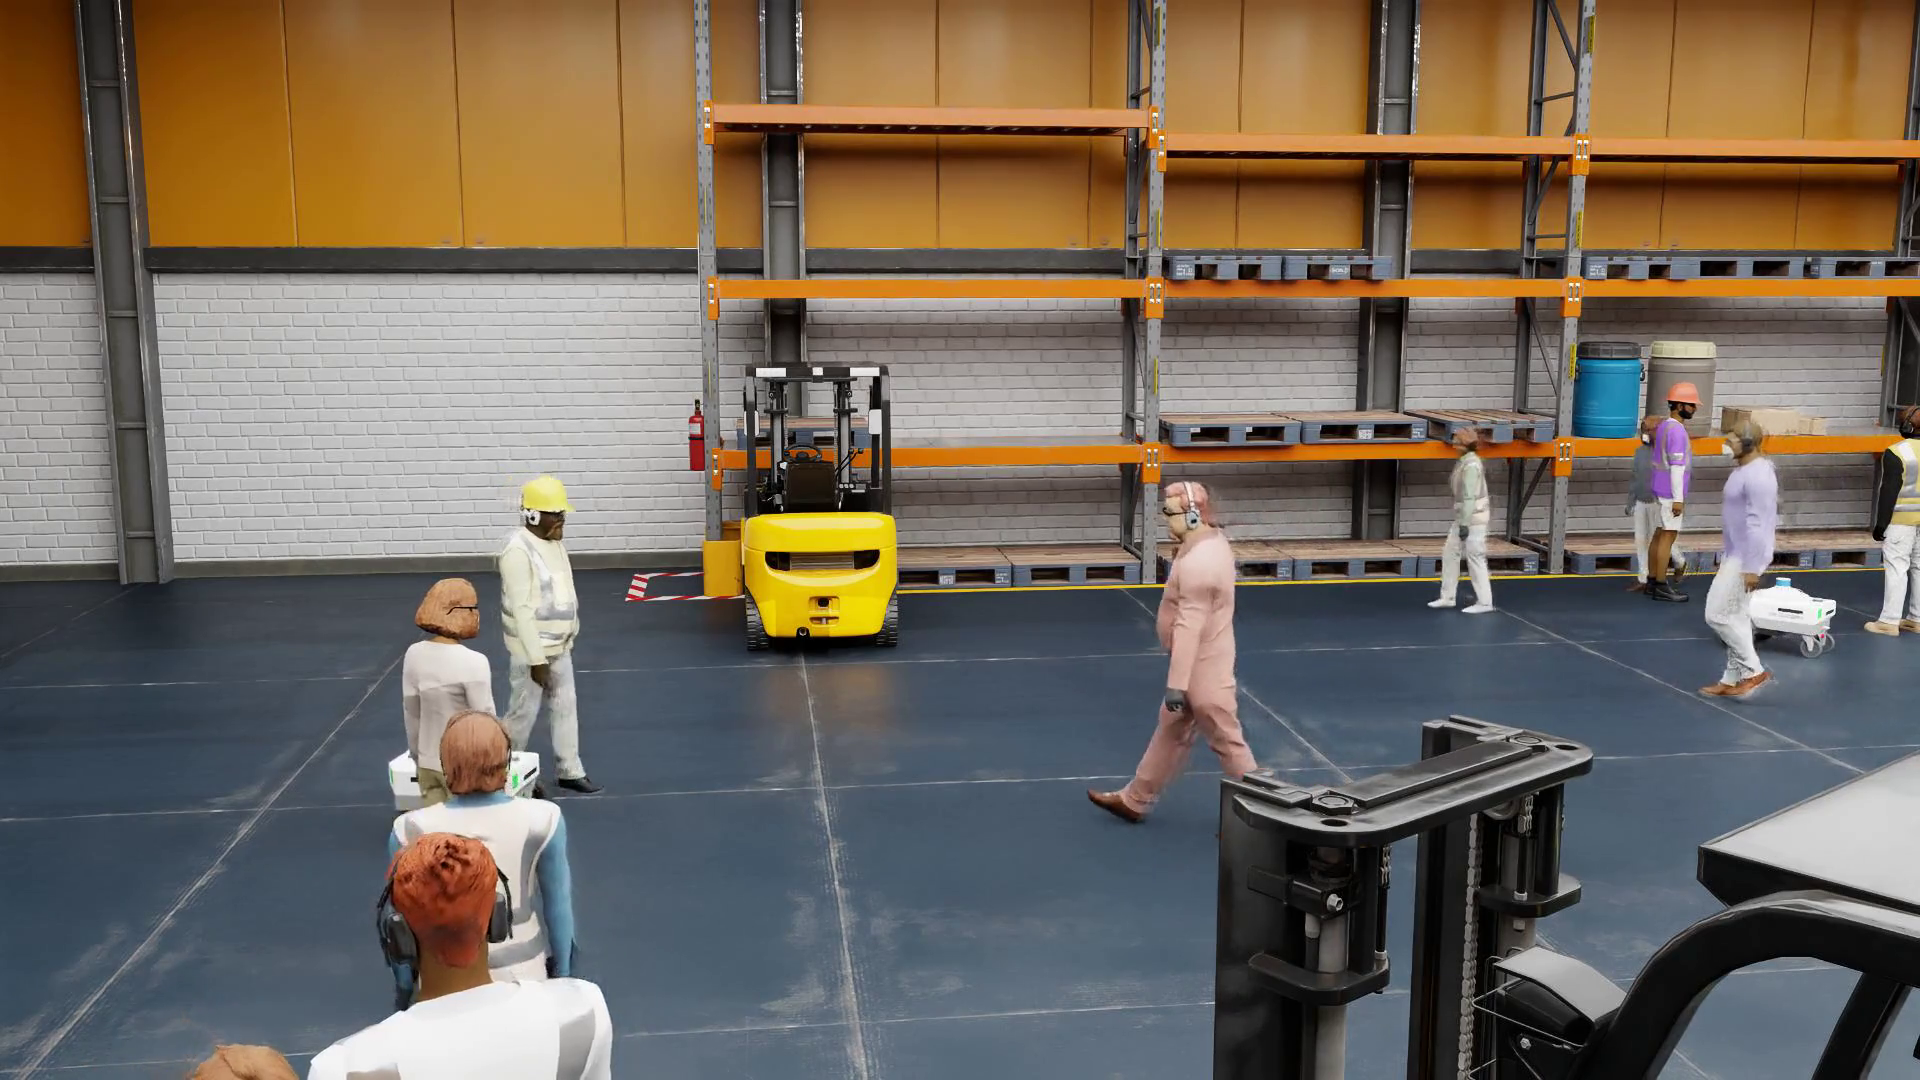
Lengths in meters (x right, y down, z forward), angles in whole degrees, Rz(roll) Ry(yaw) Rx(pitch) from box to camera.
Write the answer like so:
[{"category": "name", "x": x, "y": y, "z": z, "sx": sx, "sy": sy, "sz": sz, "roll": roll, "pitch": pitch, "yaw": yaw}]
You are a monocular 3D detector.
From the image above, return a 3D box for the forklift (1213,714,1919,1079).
[{"category": "forklift", "x": 1.441, "y": 1.425, "z": 2.350, "sx": 1.214, "sy": 2.155, "sz": 2.313, "roll": -7, "pitch": 12, "yaw": -39}]

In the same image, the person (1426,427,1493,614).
[{"category": "person", "x": 4.247, "y": -0.156, "z": 14.014, "sx": 0.617, "sy": 1.601, "sz": 0.545, "roll": 1, "pitch": 9, "yaw": 4}]

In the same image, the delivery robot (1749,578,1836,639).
[{"category": "delivery robot", "x": 6.289, "y": 0.532, "z": 12.734, "sx": 0.477, "sy": 0.478, "sz": 0.707, "roll": -9, "pitch": 13, "yaw": -44}]

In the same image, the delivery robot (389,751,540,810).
[{"category": "delivery robot", "x": -2.532, "y": 1.210, "z": 8.498, "sx": 0.707, "sy": 0.478, "sz": 0.477, "roll": 1, "pitch": 9, "yaw": 7}]

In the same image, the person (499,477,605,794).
[{"category": "person", "x": -2.320, "y": 0.560, "z": 9.061, "sx": 0.671, "sy": 1.808, "sz": 0.596, "roll": 2, "pitch": 9, "yaw": 10}]

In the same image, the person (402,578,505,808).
[{"category": "person", "x": -2.104, "y": 0.967, "z": 6.953, "sx": 0.498, "sy": 1.633, "sz": 0.284, "roll": 6, "pitch": 11, "yaw": 32}]

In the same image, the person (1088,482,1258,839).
[{"category": "person", "x": 1.160, "y": 0.621, "z": 8.460, "sx": 1.015, "sy": 1.843, "sz": 0.655, "roll": 2, "pitch": 9, "yaw": 14}]

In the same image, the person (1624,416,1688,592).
[{"category": "person", "x": 6.322, "y": -0.323, "z": 15.082, "sx": 0.495, "sy": 1.612, "sz": 0.506, "roll": -4, "pitch": 10, "yaw": -24}]

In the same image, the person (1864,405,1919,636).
[{"category": "person", "x": 7.571, "y": -0.154, "z": 13.300, "sx": 0.625, "sy": 1.845, "sz": 0.429, "roll": -3, "pitch": 10, "yaw": -17}]

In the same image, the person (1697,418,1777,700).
[{"category": "person", "x": 5.218, "y": 0.145, "z": 11.169, "sx": 0.436, "sy": 1.927, "sz": 0.662, "roll": 3, "pitch": 9, "yaw": 16}]

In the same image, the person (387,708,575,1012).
[{"category": "person", "x": -1.410, "y": 1.299, "z": 4.911, "sx": 0.520, "sy": 1.629, "sz": 0.367, "roll": -4, "pitch": 10, "yaw": -23}]

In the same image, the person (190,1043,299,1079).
[{"category": "person", "x": -1.215, "y": 1.621, "z": 2.881, "sx": 0.514, "sy": 1.617, "sz": 0.511, "roll": -5, "pitch": 11, "yaw": -31}]

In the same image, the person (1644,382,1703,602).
[{"category": "person", "x": 6.312, "y": -0.424, "z": 14.698, "sx": 0.371, "sy": 1.933, "sz": 0.551, "roll": 2, "pitch": 9, "yaw": 10}]

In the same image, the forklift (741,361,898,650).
[{"category": "forklift", "x": -1.154, "y": -0.340, "z": 13.365, "sx": 1.214, "sy": 2.155, "sz": 2.313, "roll": -1, "pitch": 9, "yaw": -7}]

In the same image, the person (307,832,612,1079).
[{"category": "person", "x": -0.901, "y": 1.457, "z": 3.104, "sx": 0.580, "sy": 1.885, "sz": 0.341, "roll": -7, "pitch": 11, "yaw": -37}]
